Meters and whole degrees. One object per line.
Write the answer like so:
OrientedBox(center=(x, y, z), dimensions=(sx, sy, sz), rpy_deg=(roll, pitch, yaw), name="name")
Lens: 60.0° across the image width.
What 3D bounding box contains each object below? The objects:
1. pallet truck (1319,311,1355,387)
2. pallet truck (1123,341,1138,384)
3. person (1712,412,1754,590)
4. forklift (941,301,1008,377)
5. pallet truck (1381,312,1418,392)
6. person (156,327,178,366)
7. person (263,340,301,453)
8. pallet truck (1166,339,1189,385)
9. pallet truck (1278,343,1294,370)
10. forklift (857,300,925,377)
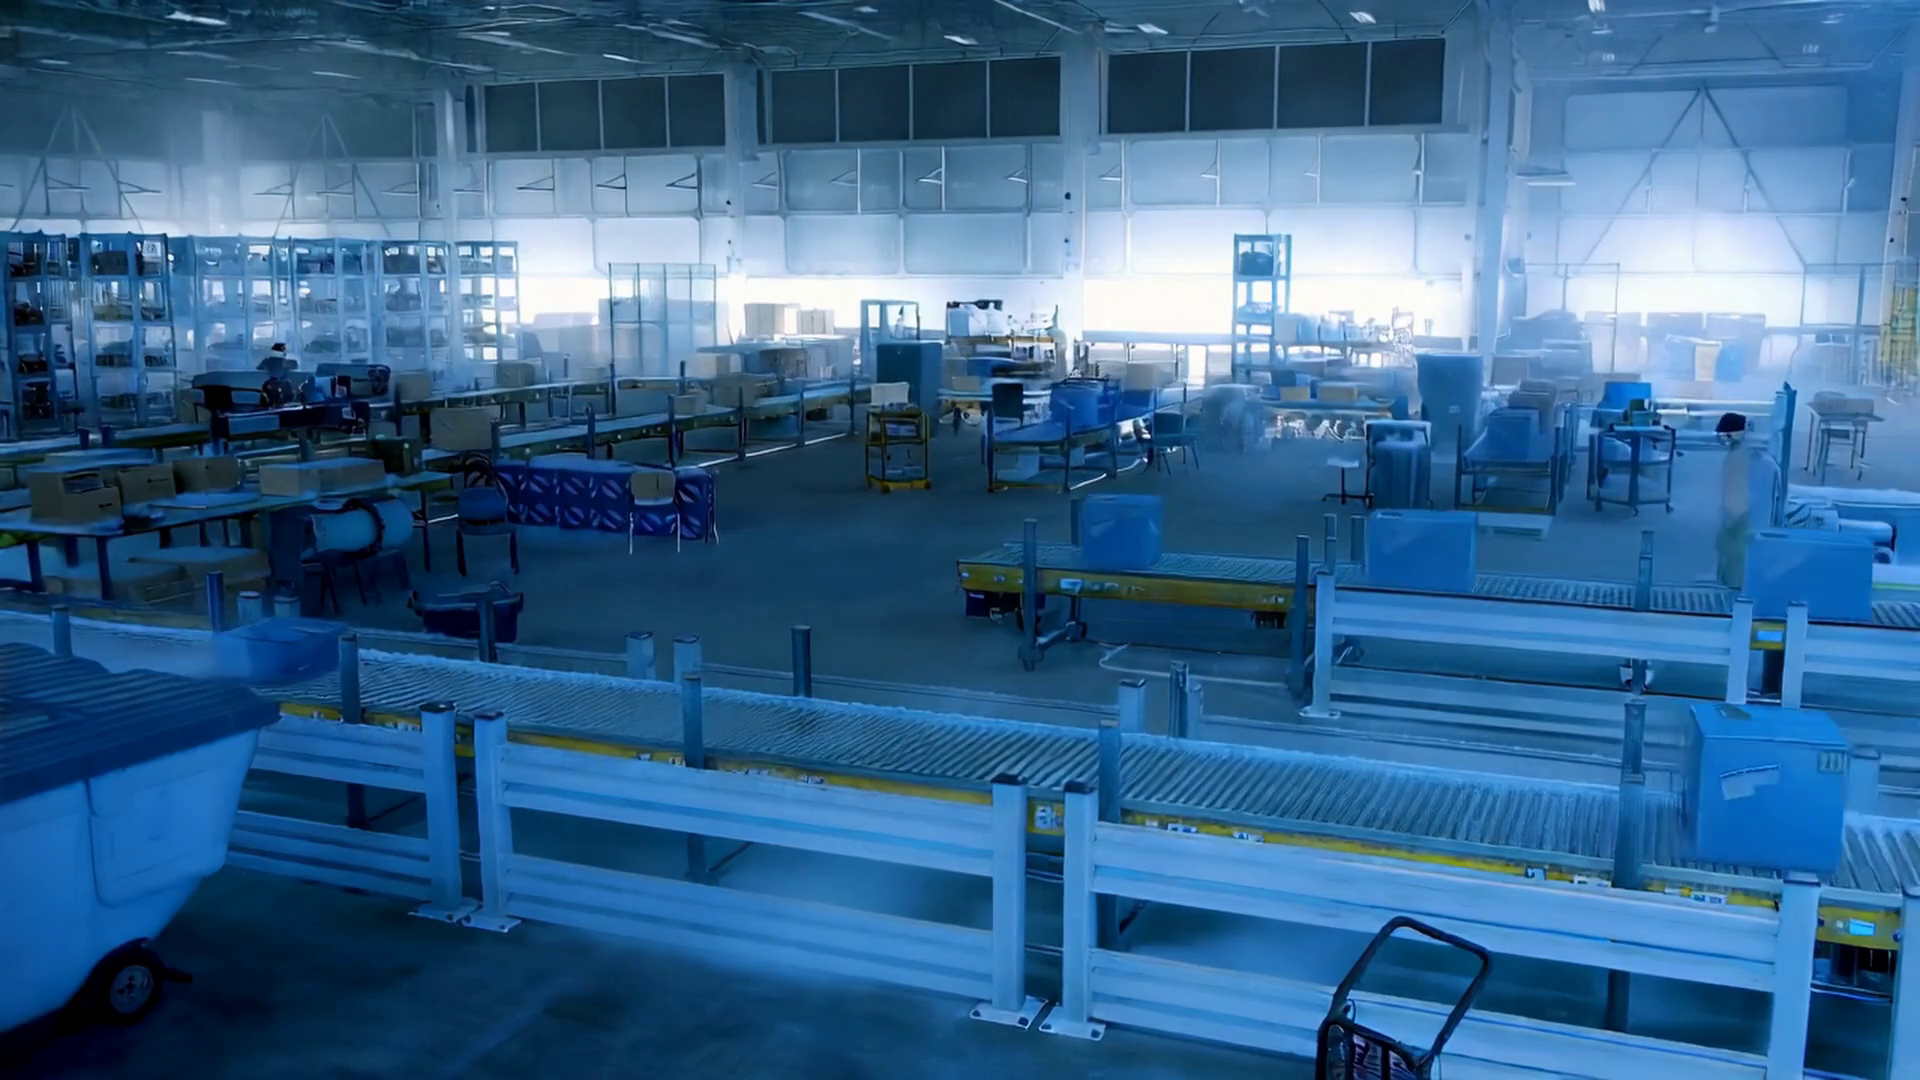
OrientedBox(center=(9.071, -4.419, 39.190), dimensions=(0.823, 1.965, 1.885), rpy_deg=(5, 10, 26), name="pallet truck")
OrientedBox(center=(4.445, -4.380, 41.279), dimensions=(0.680, 1.201, 1.601), rpy_deg=(4, 10, 22), name="pallet truck")
OrientedBox(center=(6.898, -0.257, 14.723), dimensions=(0.512, 1.755, 0.534), rpy_deg=(2, 10, 14), name="person")
OrientedBox(center=(0.365, -4.966, 41.571), dimensions=(1.157, 1.987, 2.680), rpy_deg=(3, 10, 20), name="forklift")
OrientedBox(center=(10.207, -4.283, 38.369), dimensions=(0.823, 1.965, 1.885), rpy_deg=(3, 10, 20), name="pallet truck")
OrientedBox(center=(-17.975, -4.057, 37.513), dimensions=(0.572, 1.831, 0.411), rpy_deg=(-7, 12, -37), name="person")
OrientedBox(center=(-10.942, -2.310, 26.912), dimensions=(0.586, 1.833, 0.403), rpy_deg=(3, 10, 16), name="person")
OrientedBox(center=(5.418, -4.269, 40.420), dimensions=(0.704, 1.261, 1.522), rpy_deg=(3, 10, 20), name="pallet truck")
OrientedBox(center=(7.886, -4.163, 39.743), dimensions=(0.653, 1.274, 1.630), rpy_deg=(4, 10, 22), name="pallet truck")
OrientedBox(center=(-1.732, -5.109, 42.468), dimensions=(1.157, 1.987, 2.680), rpy_deg=(4, 10, 22), name="forklift")
